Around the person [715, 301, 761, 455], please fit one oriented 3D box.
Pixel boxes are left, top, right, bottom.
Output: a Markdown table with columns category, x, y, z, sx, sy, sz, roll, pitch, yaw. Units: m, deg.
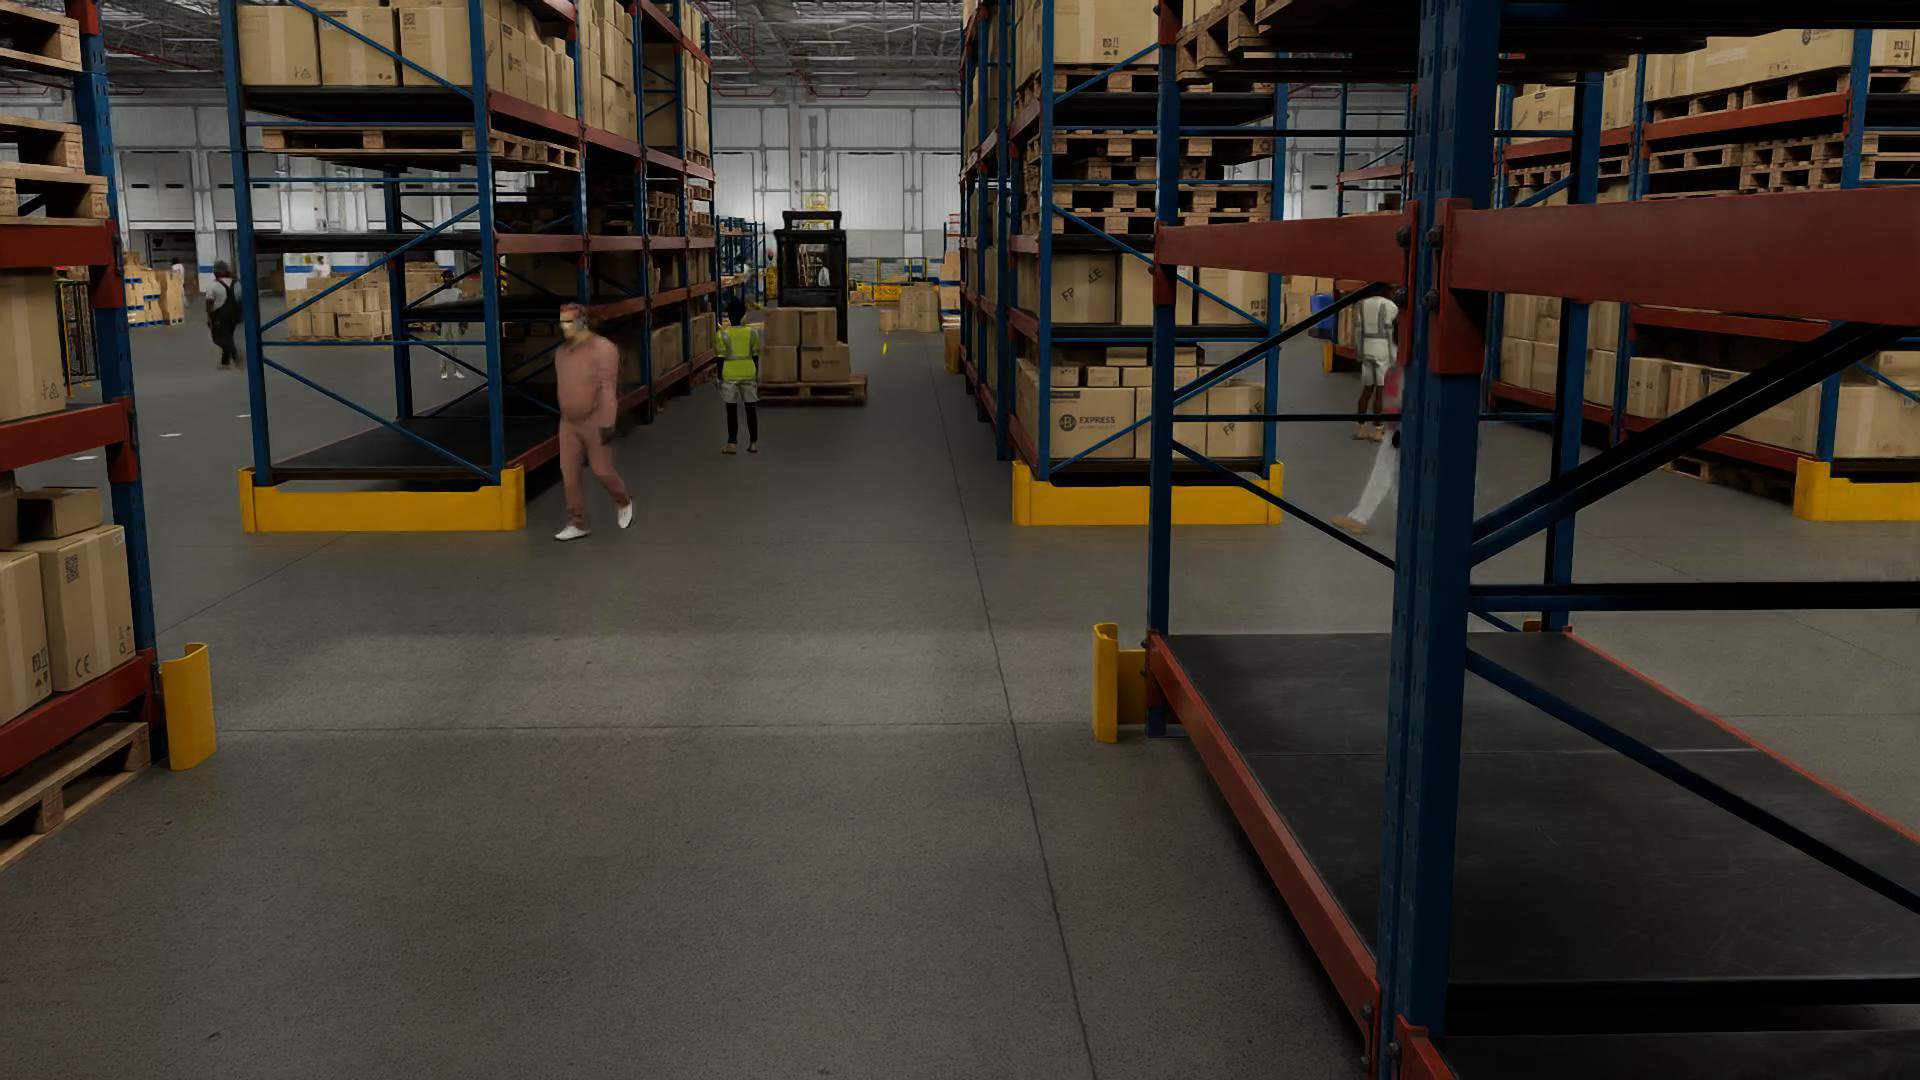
| category | x | y | z | sx | sy | sz | roll | pitch | yaw |
| --- | --- | --- | --- | --- | --- | --- | --- | --- | --- |
| person | -2.456 | -1.791 | 18.391 | 0.531 | 1.698 | 0.320 | -6 | 12 | -30 |

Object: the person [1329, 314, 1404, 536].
| category | x | y | z | sx | sy | sz | roll | pitch | yaw |
| --- | --- | --- | --- | --- | --- | --- | --- | --- | --- |
| person | 3.416 | -0.879 | 13.029 | 0.944 | 1.797 | 0.630 | -1 | 10 | -5 |

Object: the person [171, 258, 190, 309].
| category | x | y | z | sx | sy | sz | roll | pitch | yaw |
| --- | --- | --- | --- | --- | --- | --- | --- | --- | --- |
| person | -27.515 | -9.018 | 58.410 | 0.937 | 1.795 | 0.640 | 0 | 10 | 1 |

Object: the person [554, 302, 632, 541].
| category | x | y | z | sx | sy | sz | roll | pitch | yaw |
| --- | --- | --- | --- | --- | --- | --- | --- | --- | --- |
| person | -2.936 | -0.950 | 13.212 | 0.651 | 1.872 | 0.722 | 5 | 11 | 24 |

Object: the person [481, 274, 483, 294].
| category | x | y | z | sx | sy | sz | roll | pitch | yaw |
| --- | --- | --- | --- | --- | --- | --- | --- | --- | --- |
| person | -14.476 | -7.717 | 51.361 | 0.866 | 1.697 | 0.512 | 7 | 12 | 34 |

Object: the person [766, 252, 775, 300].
| category | x | y | z | sx | sy | sz | roll | pitch | yaw |
| --- | --- | --- | --- | --- | --- | --- | --- | --- | --- |
| person | -7.695 | -10.732 | 67.544 | 0.367 | 1.932 | 0.551 | -1 | 10 | -3 |

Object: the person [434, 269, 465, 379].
| category | x | y | z | sx | sy | sz | roll | pitch | yaw |
| --- | --- | --- | --- | --- | --- | --- | --- | --- | --- |
| person | -8.737 | -3.691 | 28.486 | 0.514 | 1.876 | 0.328 | -7 | 13 | -36 |

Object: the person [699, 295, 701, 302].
| category | x | y | z | sx | sy | sz | roll | pitch | yaw |
| --- | --- | --- | --- | --- | --- | --- | --- | --- | --- |
| person | -5.317 | -4.349 | 32.762 | 0.548 | 1.647 | 0.865 | -7 | 12 | -34 |

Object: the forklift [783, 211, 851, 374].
| category | x | y | z | sx | sy | sz | roll | pitch | yaw |
| --- | --- | --- | --- | --- | --- | --- | --- | --- | --- |
| forklift | -2.340 | -3.860 | 26.622 | 1.129 | 2.768 | 1.873 | 0 | 10 | -2 |

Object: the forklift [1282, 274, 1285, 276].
| category | x | y | z | sx | sy | sz | roll | pitch | yaw |
| --- | --- | --- | --- | --- | --- | --- | --- | --- | --- |
| forklift | 11.862 | -10.074 | 61.240 | 1.873 | 2.768 | 1.129 | -1 | 10 | -5 |

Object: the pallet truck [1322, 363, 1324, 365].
| category | x | y | z | sx | sy | sz | roll | pitch | yaw |
| --- | --- | --- | --- | --- | --- | --- | --- | --- | --- |
| pallet truck | 7.712 | -4.157 | 30.737 | 1.885 | 1.965 | 0.823 | 3 | 11 | 16 |

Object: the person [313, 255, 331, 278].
| category | x | y | z | sx | sy | sz | roll | pitch | yaw |
| --- | --- | --- | --- | --- | --- | --- | --- | --- | --- |
| person | -21.184 | -8.503 | 55.173 | 0.716 | 1.917 | 0.636 | 6 | 12 | 29 |

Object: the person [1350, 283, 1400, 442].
| category | x | y | z | sx | sy | sz | roll | pitch | yaw |
| --- | --- | --- | --- | --- | --- | --- | --- | --- | --- |
| person | 4.881 | -2.151 | 19.527 | 0.447 | 2.026 | 0.682 | -6 | 12 | -29 |

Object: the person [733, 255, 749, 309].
| category | x | y | z | sx | sy | sz | roll | pitch | yaw |
| --- | --- | --- | --- | --- | --- | --- | --- | --- | --- |
| person | -7.387 | -8.590 | 55.713 | 0.516 | 1.892 | 0.584 | 8 | 13 | 38 |

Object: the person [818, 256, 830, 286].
| category | x | y | z | sx | sy | sz | roll | pitch | yaw |
| --- | --- | --- | --- | --- | --- | --- | --- | --- | --- |
| person | -3.723 | -6.910 | 46.181 | 0.375 | 1.959 | 0.603 | -5 | 11 | -27 |

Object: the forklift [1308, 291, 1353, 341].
| category | x | y | z | sx | sy | sz | roll | pitch | yaw |
| --- | --- | --- | --- | --- | --- | --- | --- | --- | --- |
| forklift | 9.315 | -6.138 | 39.313 | 1.873 | 2.768 | 1.129 | 0 | 10 | -2 |

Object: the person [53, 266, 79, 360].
| category | x | y | z | sx | sy | sz | roll | pitch | yaw |
| --- | --- | --- | --- | --- | --- | --- | --- | --- | --- |
| person | -17.734 | -4.525 | 32.963 | 0.548 | 1.934 | 0.376 | -5 | 12 | -28 |

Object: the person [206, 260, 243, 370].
| category | x | y | z | sx | sy | sz | roll | pitch | yaw |
| --- | --- | --- | --- | --- | --- | --- | --- | --- | --- |
| person | -13.372 | -4.102 | 30.312 | 0.765 | 2.000 | 0.693 | 5 | 11 | 27 |

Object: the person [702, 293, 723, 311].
| category | x | y | z | sx | sy | sz | roll | pitch | yaw |
| --- | --- | --- | --- | --- | --- | --- | --- | --- | --- |
| person | -8.331 | -8.525 | 55.355 | 0.725 | 1.902 | 0.668 | -1 | 10 | -8 |

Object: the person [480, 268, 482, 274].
| category | x | y | z | sx | sy | sz | roll | pitch | yaw |
| --- | --- | --- | --- | --- | --- | --- | --- | --- | --- |
| person | -17.216 | -9.317 | 60.367 | 0.519 | 1.676 | 0.549 | 8 | 13 | 37 |
